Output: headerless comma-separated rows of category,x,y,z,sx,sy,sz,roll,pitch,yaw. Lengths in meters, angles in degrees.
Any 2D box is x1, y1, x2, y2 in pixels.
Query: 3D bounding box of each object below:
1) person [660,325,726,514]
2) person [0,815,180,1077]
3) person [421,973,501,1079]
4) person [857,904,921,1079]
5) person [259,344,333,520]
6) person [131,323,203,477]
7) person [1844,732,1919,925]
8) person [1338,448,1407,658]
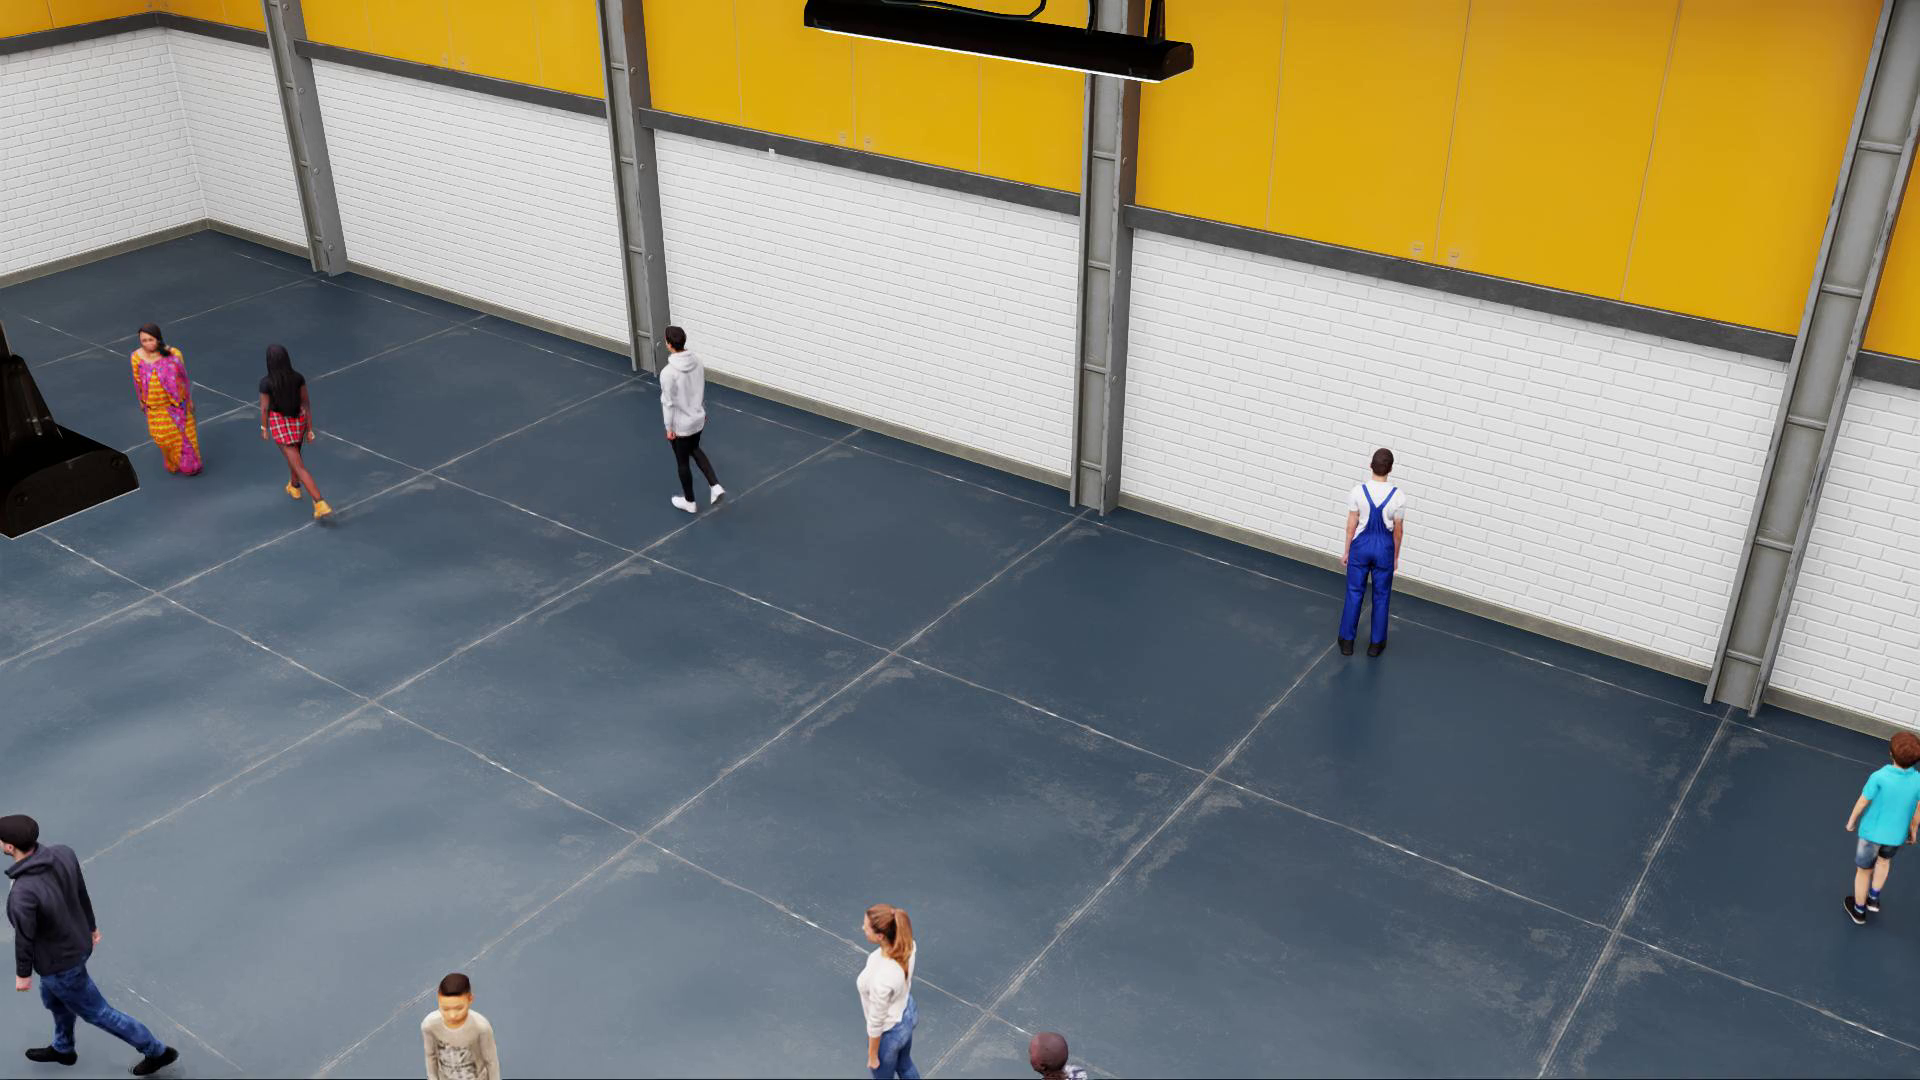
person,-2.535,-1.114,15.841,0.856,1.914,0.709,21,35,33
person,-5.034,2.379,9.503,1.279,1.851,1.135,-1,29,-2
person,-2.653,2.871,9.016,0.652,1.454,0.731,0,29,-1
person,-0.365,2.670,9.104,0.591,1.722,0.650,11,30,19
person,-6.341,-0.998,15.871,1.213,1.681,0.644,21,35,33
person,-7.942,-1.441,16.710,0.846,1.655,0.902,-10,30,-18
person,6.033,1.905,10.799,0.599,1.442,0.695,2,29,4
person,3.379,0.105,13.673,0.630,1.849,0.761,8,30,14
